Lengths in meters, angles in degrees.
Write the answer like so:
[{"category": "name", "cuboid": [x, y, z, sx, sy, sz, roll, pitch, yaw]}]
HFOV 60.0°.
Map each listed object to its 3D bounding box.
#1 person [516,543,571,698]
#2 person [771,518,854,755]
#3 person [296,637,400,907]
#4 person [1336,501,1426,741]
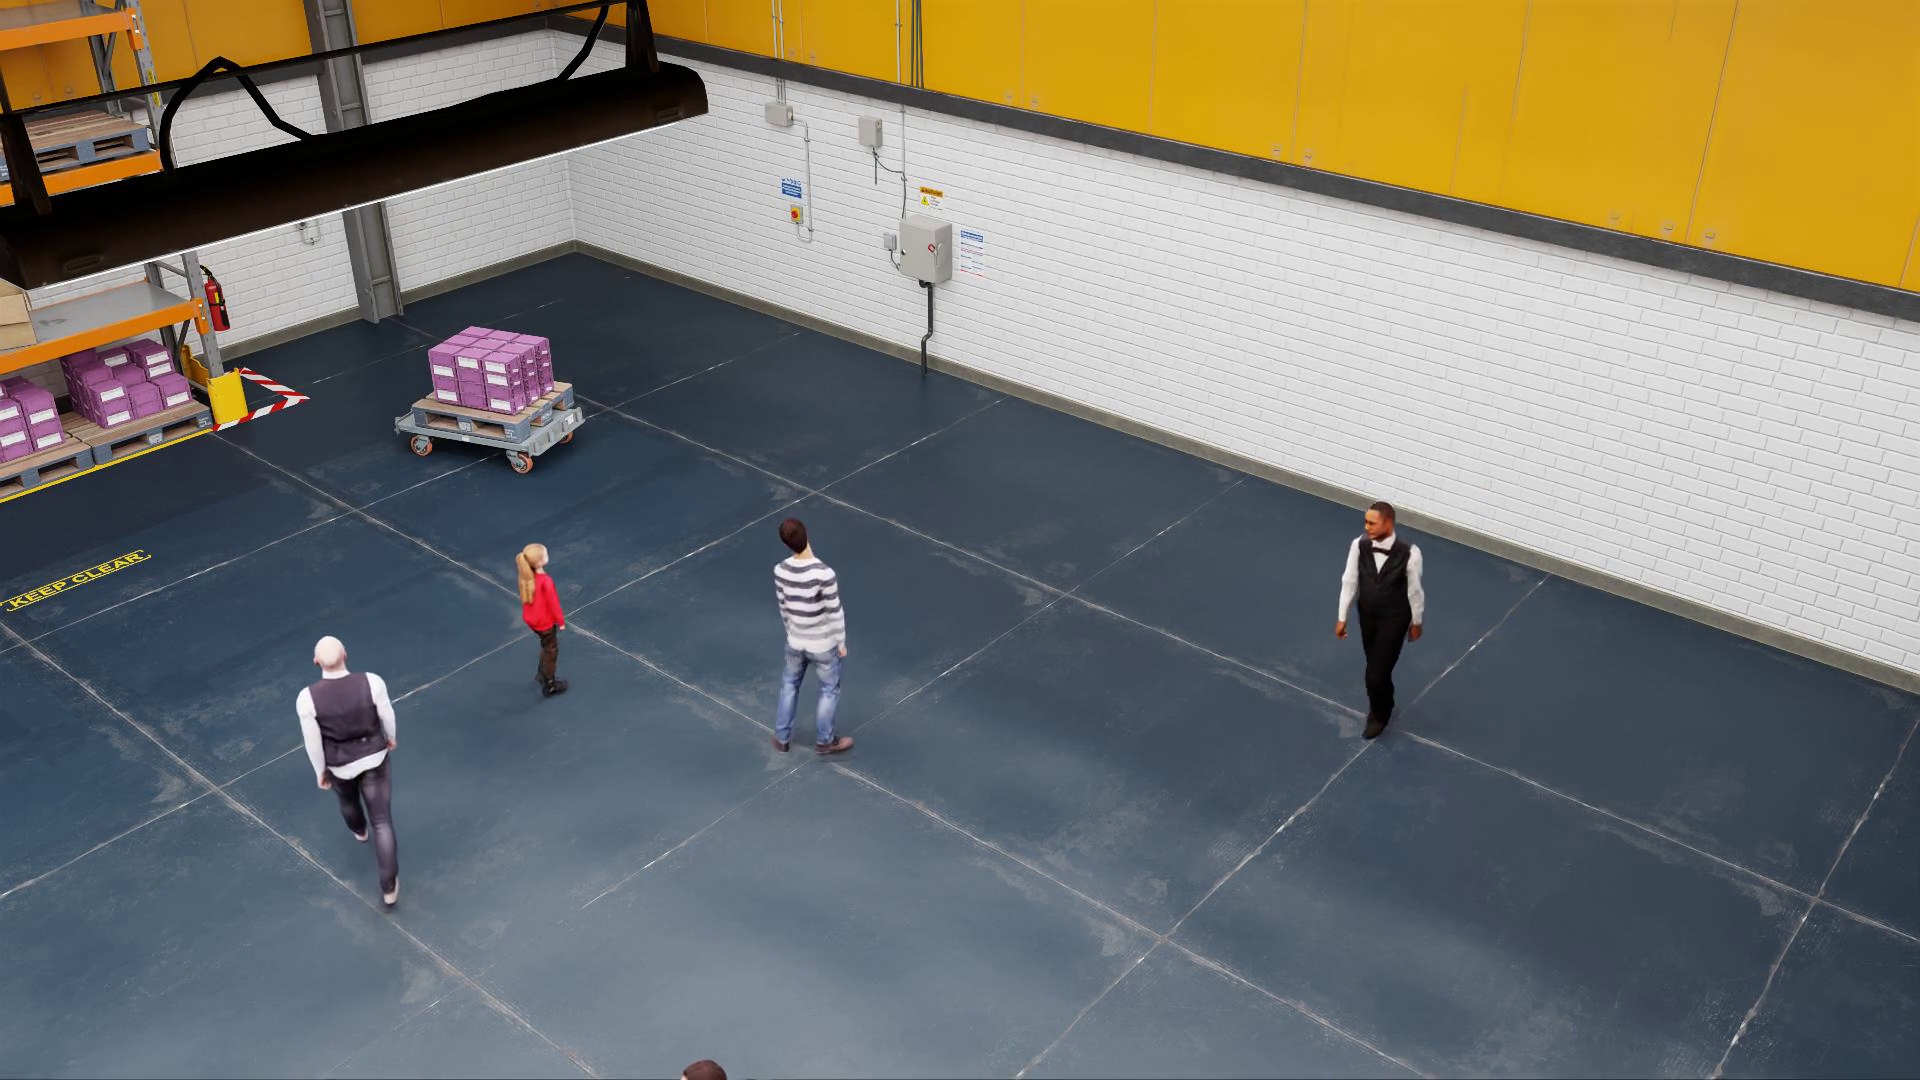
[{"category": "person", "cuboid": [-3.163, 0.616, 12.421, 0.495, 1.273, 0.495, 22, 36, 35]}, {"category": "person", "cuboid": [-1.014, 0.717, 11.671, 0.808, 1.813, 0.733, 22, 36, 35]}, {"category": "person", "cuboid": [-3.729, 1.465, 10.345, 1.284, 1.770, 1.142, -11, 31, -20]}, {"category": "person", "cuboid": [3.092, 0.537, 11.937, 0.718, 1.875, 0.796, 18, 33, 29]}]
